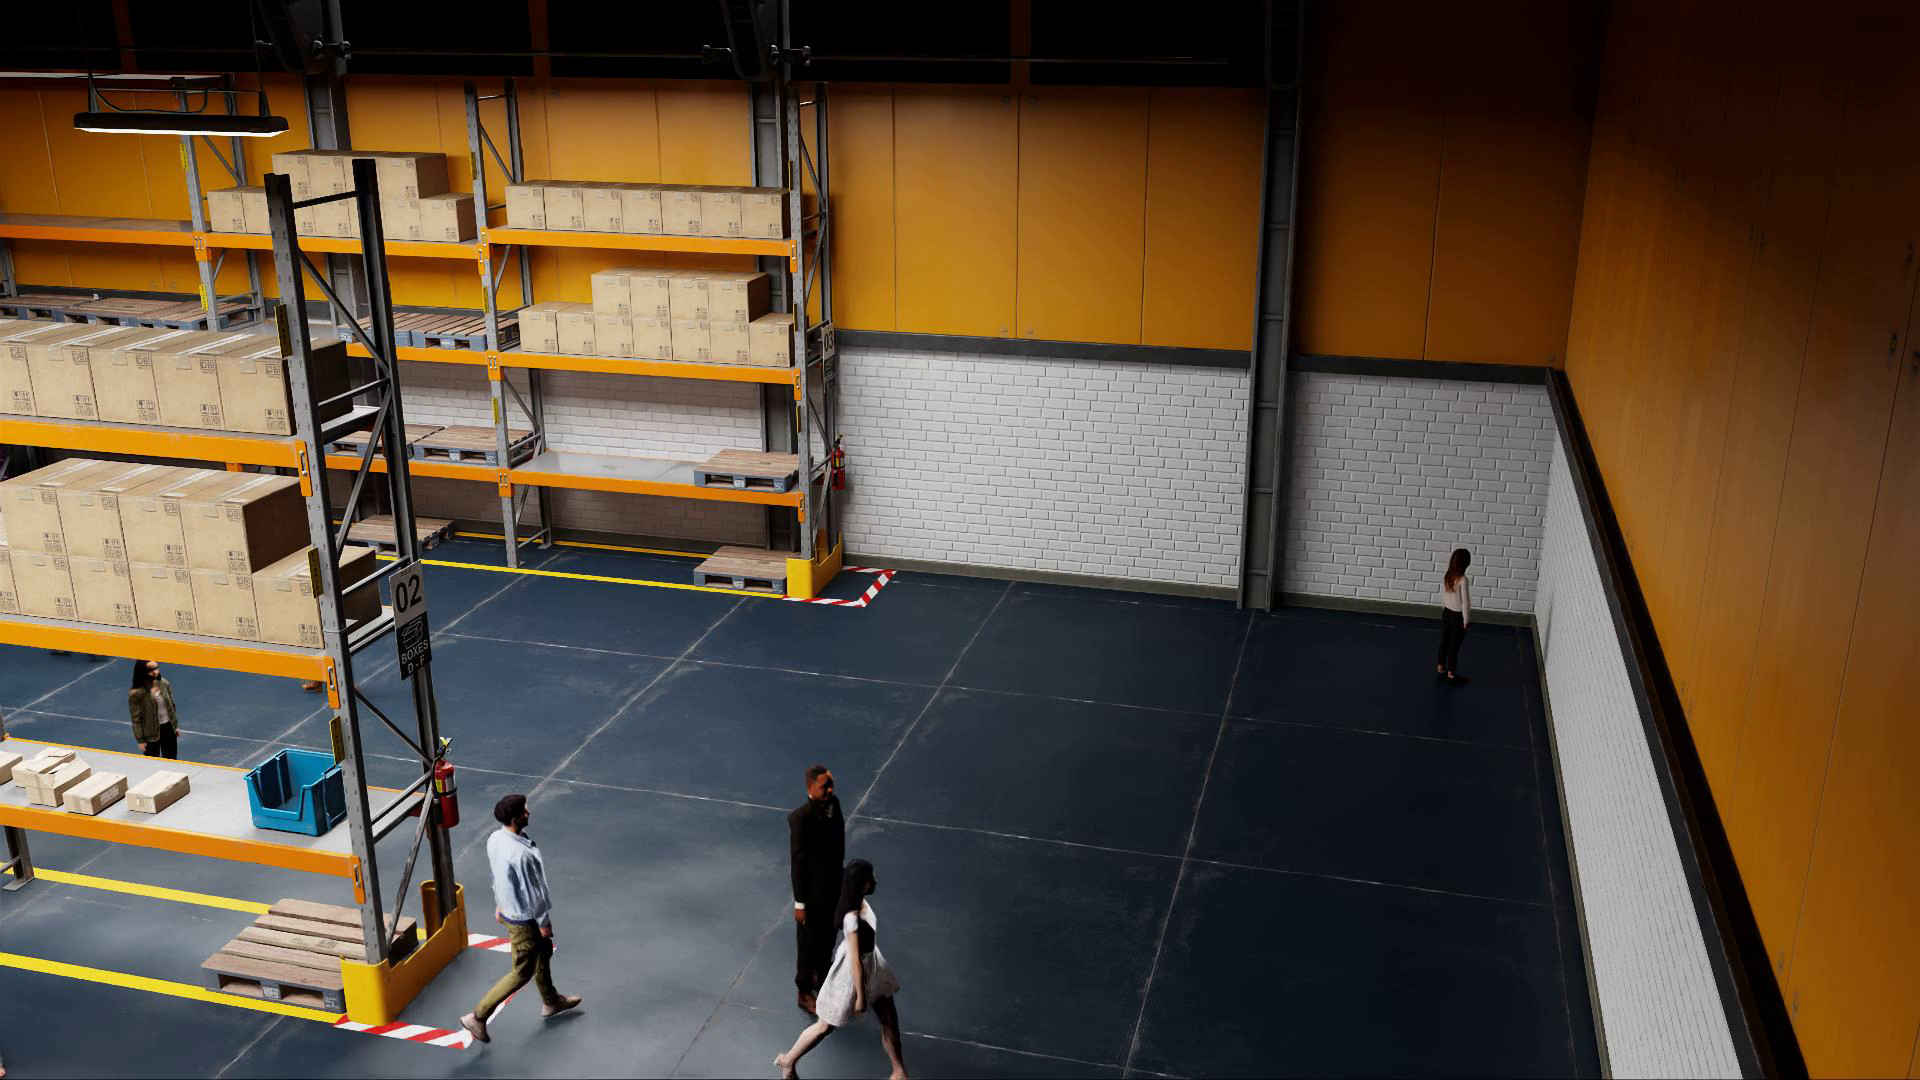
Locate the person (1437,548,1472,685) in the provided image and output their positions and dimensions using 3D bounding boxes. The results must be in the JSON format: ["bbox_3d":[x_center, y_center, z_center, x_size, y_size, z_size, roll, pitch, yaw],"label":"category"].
[{"bbox_3d":[5.231,0.797,17.602,0.650,1.484,0.619,-7,20,-19],"label":"person"}]

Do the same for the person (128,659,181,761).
[{"bbox_3d":[-7.190,1.721,14.874,0.554,1.474,0.610,9,21,26],"label":"person"}]

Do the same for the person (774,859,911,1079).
[{"bbox_3d":[-0.784,2.928,10.910,1.286,1.717,0.822,1,19,2],"label":"person"}]

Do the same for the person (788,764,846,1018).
[{"bbox_3d":[-1.012,2.477,11.957,0.697,1.904,0.765,10,21,28],"label":"person"}]

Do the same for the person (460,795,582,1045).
[{"bbox_3d":[-3.135,2.659,11.602,1.189,1.786,1.162,-12,22,-31],"label":"person"}]
